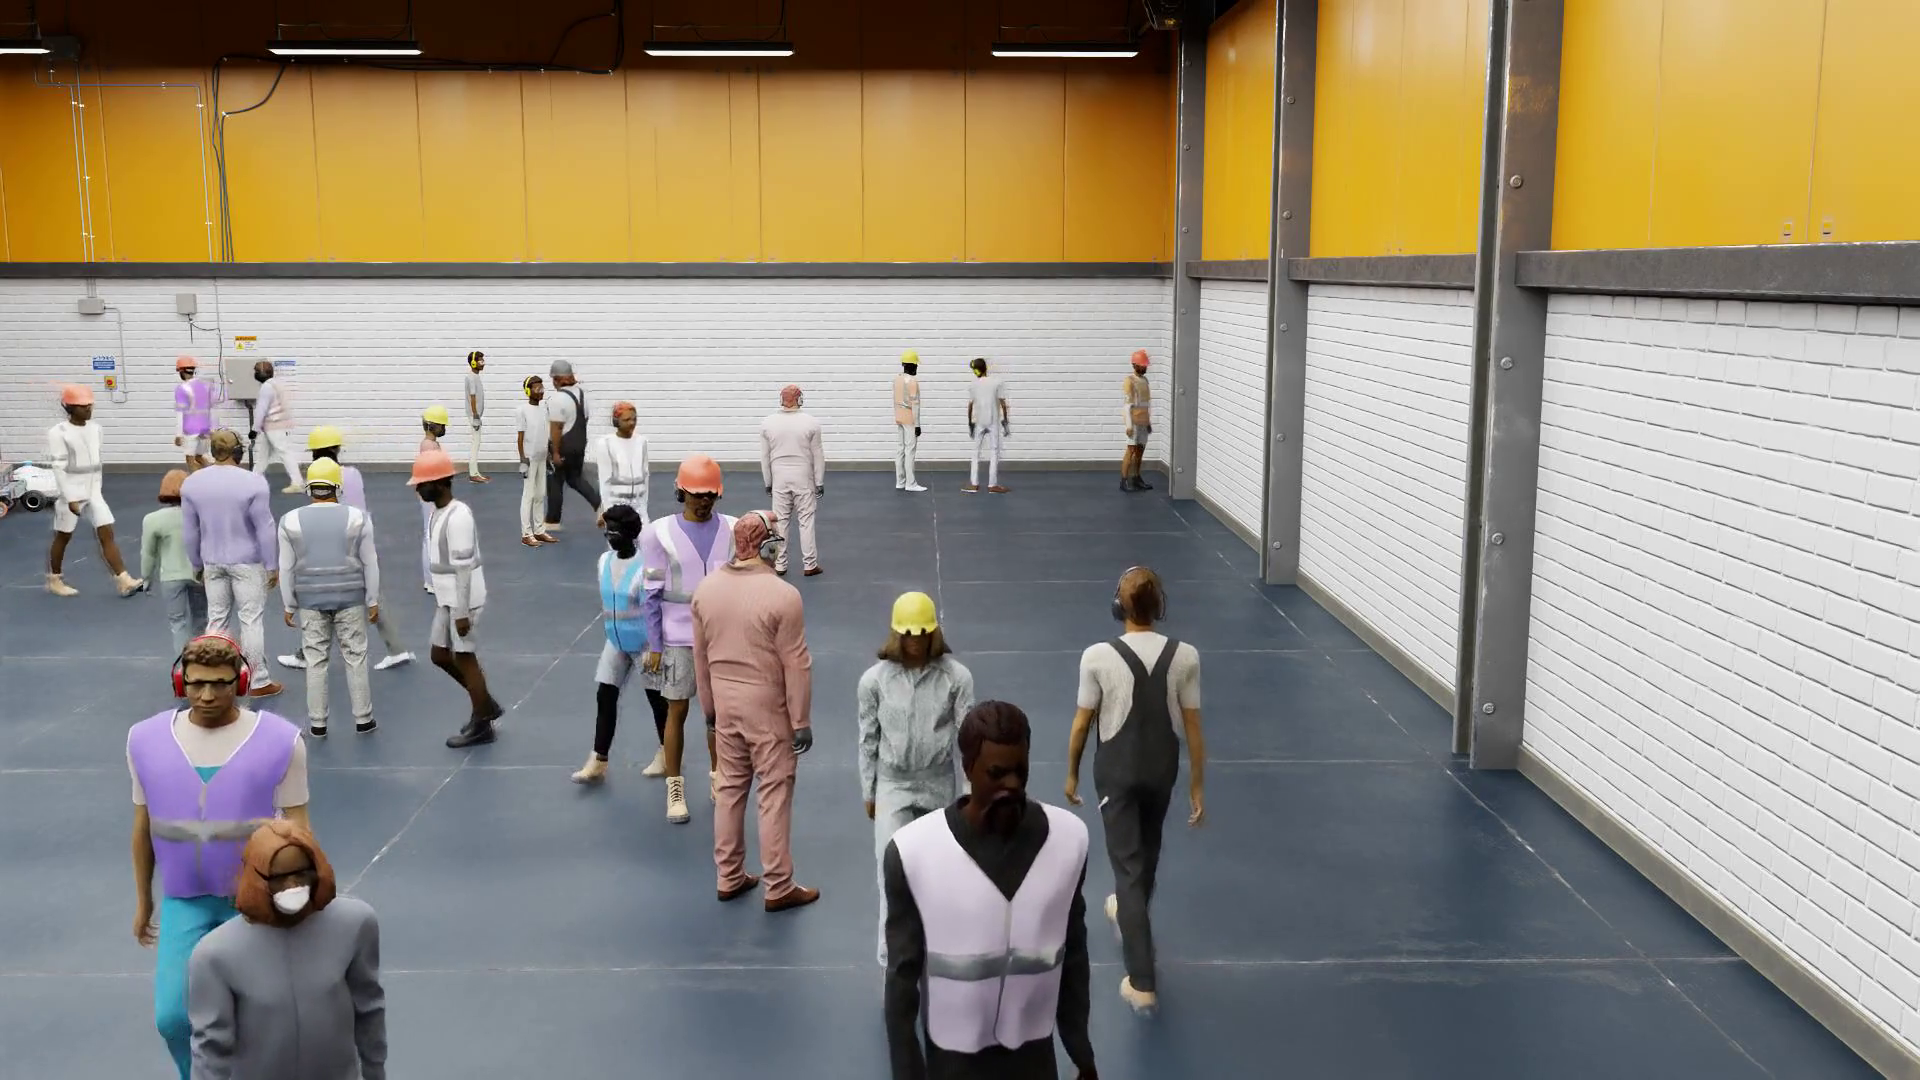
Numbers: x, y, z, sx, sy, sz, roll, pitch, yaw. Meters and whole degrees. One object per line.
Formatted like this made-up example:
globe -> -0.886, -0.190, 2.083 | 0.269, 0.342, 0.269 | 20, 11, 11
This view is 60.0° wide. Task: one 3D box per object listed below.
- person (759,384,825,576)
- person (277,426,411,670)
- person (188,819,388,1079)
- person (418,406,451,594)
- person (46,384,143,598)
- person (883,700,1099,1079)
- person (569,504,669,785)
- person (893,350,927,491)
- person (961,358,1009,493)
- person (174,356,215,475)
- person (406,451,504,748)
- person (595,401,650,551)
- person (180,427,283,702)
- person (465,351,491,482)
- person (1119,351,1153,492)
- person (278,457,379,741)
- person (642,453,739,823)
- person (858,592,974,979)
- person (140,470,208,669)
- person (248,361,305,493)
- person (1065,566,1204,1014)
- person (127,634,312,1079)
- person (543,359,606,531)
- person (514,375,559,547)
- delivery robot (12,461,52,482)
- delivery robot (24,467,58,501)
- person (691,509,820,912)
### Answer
person -> -1.639, -0.587, 16.443 | 0.642, 1.906, 0.410 | 1, 9, 8
person -> -4.644, 0.074, 12.533 | 1.022, 1.869, 0.579 | 2, 10, 15
person -> -1.780, 1.522, 4.482 | 0.524, 1.584, 0.870 | -6, 11, -33
person -> -4.902, -0.373, 15.575 | 0.326, 1.761, 0.523 | -3, 10, -20
person -> -8.009, -0.432, 15.241 | 1.084, 1.982, 0.621 | 3, 10, 20
person -> 0.083, 1.362, 4.480 | 0.594, 1.927, 0.414 | -4, 10, -21
person -> -1.973, 0.623, 9.721 | 0.549, 1.660, 0.778 | 6, 11, 31
person -> -0.702, -1.627, 22.747 | 0.364, 1.928, 0.586 | -6, 11, -31
person -> 0.344, -1.537, 22.506 | 0.654, 1.835, 0.352 | 2, 10, 13
person -> -9.947, -1.436, 21.614 | 0.498, 1.910, 0.581 | 3, 10, 19
person -> -3.202, 0.372, 10.581 | 0.558, 1.908, 0.576 | -6, 11, -31
person -> -2.951, -0.294, 14.769 | 0.579, 1.858, 0.505 | -8, 12, -41
person -> -5.098, 0.175, 11.665 | 0.635, 1.937, 0.352 | 1, 9, 4
person -> -6.888, -1.753, 23.712 | 0.310, 1.863, 0.533 | -2, 10, -14
person -> 2.429, -1.616, 22.726 | 0.415, 1.917, 0.589 | 7, 12, 37
person -> -4.058, 0.379, 10.738 | 0.597, 1.831, 0.403 | -3, 10, -16
person -> -1.428, 0.533, 9.171 | 0.606, 2.038, 0.382 | -5, 10, -26
person -> -0.159, 1.069, 6.898 | 0.501, 1.709, 0.823 | -2, 9, -10
person -> -5.609, 0.293, 11.979 | 0.513, 1.597, 0.772 | -7, 12, -37
person -> -9.361, -1.512, 22.452 | 0.954, 1.787, 0.628 | -2, 10, -15
person -> 0.725, 0.996, 7.059 | 0.521, 1.793, 0.948 | -2, 10, -13
person -> -2.480, 1.212, 5.607 | 0.606, 1.830, 0.482 | -2, 9, -11
person -> -4.500, -1.107, 19.209 | 0.832, 2.000, 0.692 | 3, 10, 20
person -> -4.655, -0.874, 18.293 | 0.328, 1.877, 0.520 | 4, 10, 24
delivery robot -> -12.001, -0.773, 21.423 | 0.477, 0.478, 0.707 | 1, 9, 3
delivery robot -> -11.381, -0.702, 20.987 | 0.707, 0.478, 0.477 | -2, 9, -13
person -> -0.952, 0.803, 7.916 | 0.651, 1.906, 0.403 | 6, 11, 32
